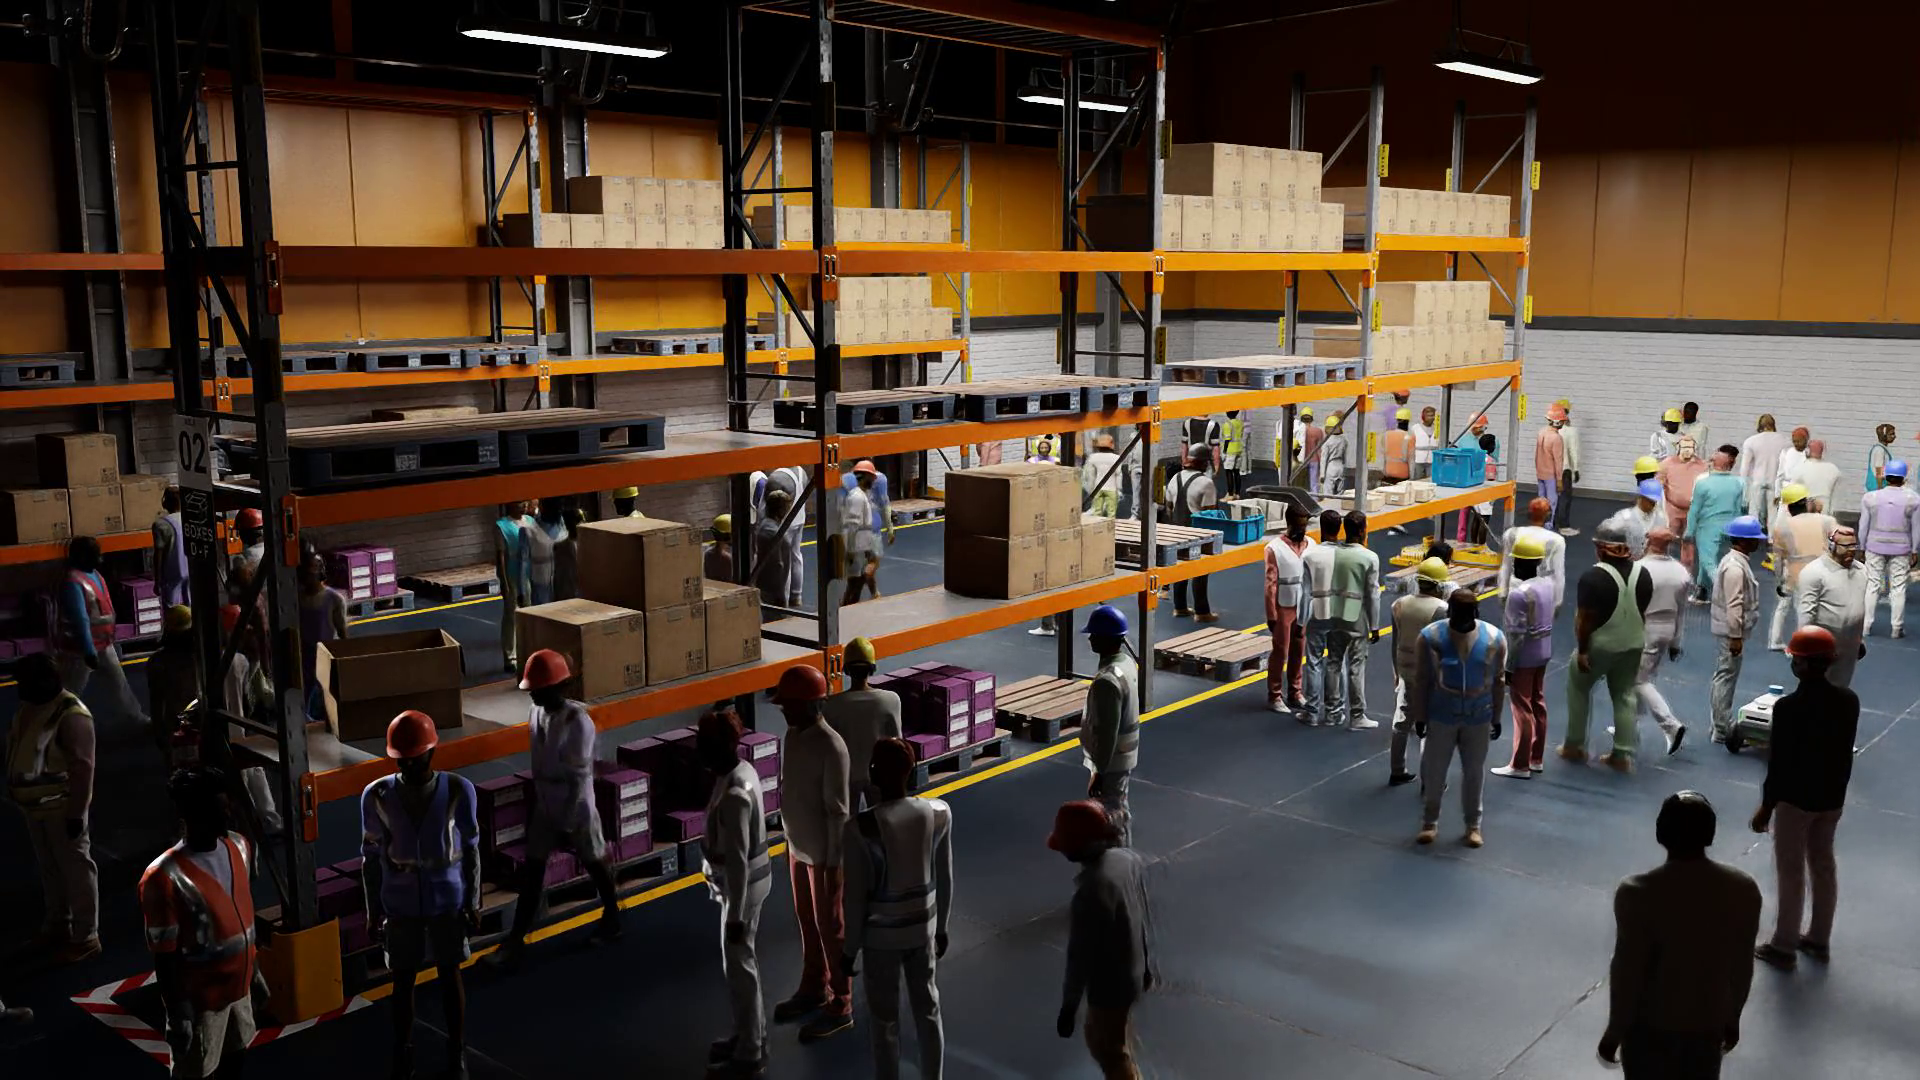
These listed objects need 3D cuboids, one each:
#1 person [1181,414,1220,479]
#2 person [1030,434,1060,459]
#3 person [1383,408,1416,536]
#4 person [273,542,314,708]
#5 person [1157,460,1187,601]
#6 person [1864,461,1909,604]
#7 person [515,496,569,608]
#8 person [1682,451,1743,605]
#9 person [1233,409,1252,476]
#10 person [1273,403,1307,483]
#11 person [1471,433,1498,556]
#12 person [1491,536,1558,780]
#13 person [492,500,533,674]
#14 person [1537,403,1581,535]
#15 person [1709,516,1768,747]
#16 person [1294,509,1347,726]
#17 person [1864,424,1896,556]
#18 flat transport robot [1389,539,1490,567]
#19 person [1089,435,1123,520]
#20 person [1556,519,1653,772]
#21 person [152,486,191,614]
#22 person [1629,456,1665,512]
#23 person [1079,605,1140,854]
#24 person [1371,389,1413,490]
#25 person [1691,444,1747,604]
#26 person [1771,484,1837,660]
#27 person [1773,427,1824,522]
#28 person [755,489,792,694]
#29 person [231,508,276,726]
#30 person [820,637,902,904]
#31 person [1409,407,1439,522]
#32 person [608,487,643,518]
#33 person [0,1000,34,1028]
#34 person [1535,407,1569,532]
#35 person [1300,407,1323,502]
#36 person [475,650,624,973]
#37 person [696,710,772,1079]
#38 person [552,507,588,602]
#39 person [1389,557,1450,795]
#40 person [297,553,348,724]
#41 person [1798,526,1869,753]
[{"bbox_3d":[3.688,-1.191,25.437,0.611,2.032,0.411,5,11,28],"label":"person"},{"bbox_3d":[1.340,-1.000,25.281,0.540,1.695,0.317,-1,10,-3],"label":"person"},{"bbox_3d":[6.521,-1.002,24.648,0.414,1.918,0.597,-9,13,-42],"label":"person"},{"bbox_3d":[-6.073,0.626,15.092,0.510,1.863,0.326,2,10,11],"label":"person"},{"bbox_3d":[2.553,-0.119,20.020,0.542,1.695,0.316,-4,10,-24],"label":"person"},{"bbox_3d":[10.955,-0.077,19.668,0.580,1.721,0.571,0,10,3],"label":"person"},{"bbox_3d":[-4.042,0.441,16.079,0.506,1.908,0.726,9,13,42],"label":"person"},{"bbox_3d":[8.825,-0.103,19.400,0.637,1.875,0.907,-4,10,-21],"label":"person"},{"bbox_3d":[5.403,-2.045,31.728,0.318,1.630,0.513,6,11,31],"label":"person"},{"bbox_3d":[5.203,-1.258,26.283,0.358,1.880,0.576,-8,12,-39],"label":"person"},{"bbox_3d":[7.284,-0.632,23.085,0.318,1.697,0.535,-1,10,-6],"label":"person"},{"bbox_3d":[4.449,0.923,13.108,0.584,1.928,0.372,-9,13,-42],"label":"person"},{"bbox_3d":[-4.396,0.392,16.524,0.390,1.846,0.564,4,10,22],"label":"person"},{"bbox_3d":[8.974,-1.056,24.878,0.371,1.954,0.765,-9,13,-42],"label":"person"},{"bbox_3d":[6.548,0.755,14.056,0.391,1.948,0.605,4,10,23],"label":"person"},{"bbox_3d":[3.235,0.685,14.604,0.598,1.908,0.402,-3,10,-17],"label":"person"},{"bbox_3d":[12.703,-0.689,22.978,0.344,1.847,0.504,4,10,24],"label":"person"},{"bbox_3d":[6.485,0.188,22.438,1.431,0.197,0.652,-8,13,-41],"label":"flat transport robot"},{"bbox_3d":[2.070,-0.682,23.572,0.498,1.633,0.286,5,11,26],"label":"person"},{"bbox_3d":[5.183,0.816,13.415,0.696,2.000,0.756,-2,10,-14],"label":"person"},{"bbox_3d":[-7.828,0.373,16.683,0.353,1.835,0.518,7,12,37],"label":"person"},{"bbox_3d":[7.643,0.010,18.607,0.432,1.912,0.597,3,10,19],"label":"person"},{"bbox_3d":[0.931,1.365,10.414,0.385,1.948,0.605,2,10,14],"label":"person"},{"bbox_3d":[7.291,-1.599,27.875,0.581,2.030,0.620,-3,10,-15],"label":"person"},{"bbox_3d":[9.078,-0.196,19.871,1.023,1.907,0.606,-7,12,-35],"label":"person"},{"bbox_3d":[8.397,0.379,16.555,0.669,1.864,0.788,1,10,7],"label":"person"},{"bbox_3d":[11.191,-0.580,22.262,0.578,1.862,0.639,-8,12,-40],"label":"person"},{"bbox_3d":[-1.745,0.483,15.713,0.375,1.938,0.627,-2,10,-10],"label":"person"},{"bbox_3d":[-6.164,0.671,14.620,0.385,1.929,0.543,4,10,23],"label":"person"},{"bbox_3d":[-0.616,1.471,10.321,0.525,1.769,0.312,-2,10,-14],"label":"person"},{"bbox_3d":[7.253,-1.176,25.997,0.585,1.817,0.456,-2,10,-12],"label":"person"},{"bbox_3d":[-3.280,0.352,16.565,0.392,1.919,0.581,-2,10,-11],"label":"person"},{"bbox_3d":[-5.287,1.727,8.553,0.593,1.851,0.748,9,13,42],"label":"person"},{"bbox_3d":[8.489,-0.913,23.871,0.397,1.992,0.623,-2,10,-9],"label":"person"},{"bbox_3d":[5.496,-1.226,26.432,0.526,1.765,0.329,-1,10,-7],"label":"person"},{"bbox_3d":[-2.328,1.545,9.563,0.546,1.871,1.002,7,12,35],"label":"person"},{"bbox_3d":[-1.121,1.756,8.306,0.361,1.878,0.596,-1,10,-6],"label":"person"},{"bbox_3d":[-3.471,0.624,15.125,0.564,1.848,0.411,9,13,42],"label":"person"},{"bbox_3d":[3.572,1.034,12.780,0.405,1.824,0.592,-7,12,-38],"label":"person"},{"bbox_3d":[-5.003,0.999,12.937,0.553,1.830,0.398,0,10,2],"label":"person"},{"bbox_3d":[7.222,0.830,13.731,0.651,1.907,0.409,-3,10,-18],"label":"person"}]
